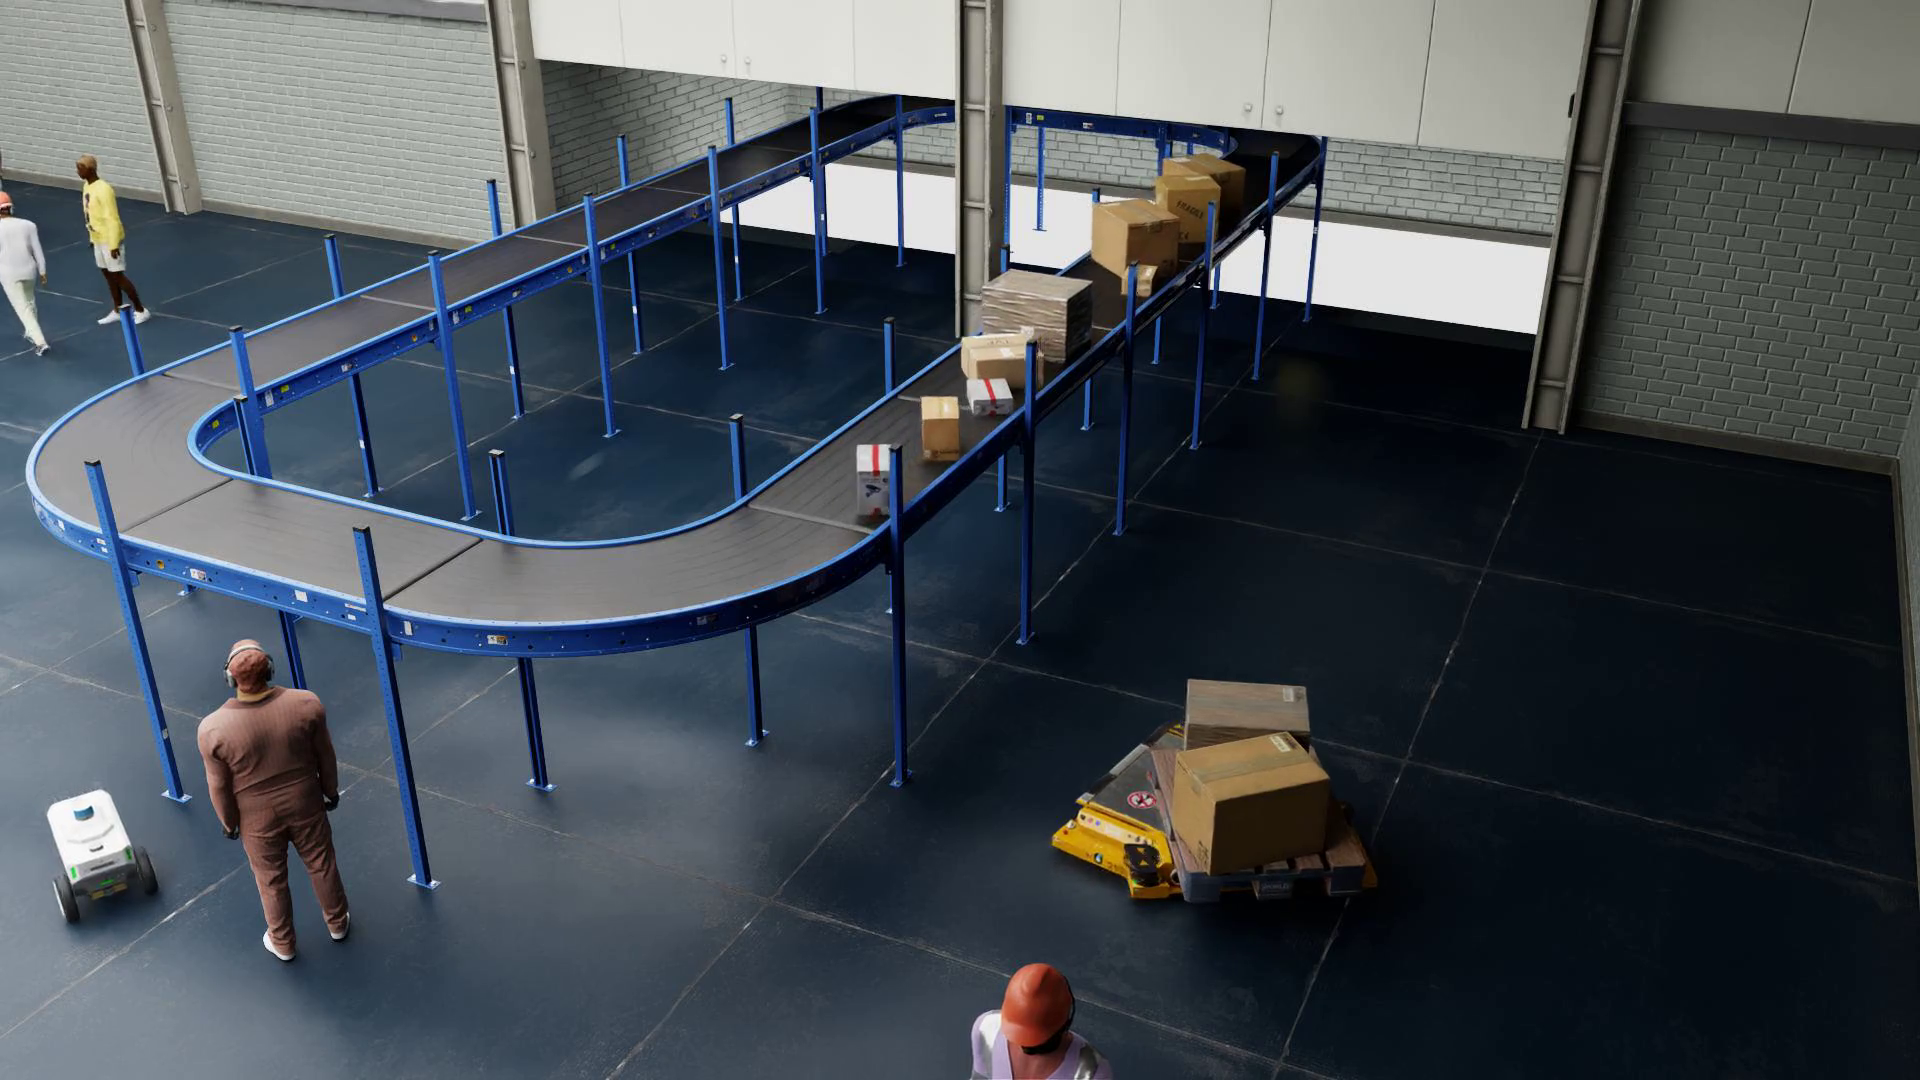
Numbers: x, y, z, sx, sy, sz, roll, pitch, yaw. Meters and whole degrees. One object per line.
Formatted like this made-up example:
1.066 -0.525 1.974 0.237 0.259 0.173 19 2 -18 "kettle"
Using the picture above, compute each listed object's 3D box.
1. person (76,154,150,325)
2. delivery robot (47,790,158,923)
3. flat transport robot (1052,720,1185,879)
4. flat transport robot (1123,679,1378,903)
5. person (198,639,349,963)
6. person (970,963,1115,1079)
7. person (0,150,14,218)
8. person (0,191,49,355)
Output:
-9.390 -3.284 18.280 0.549 1.909 0.401 22 34 37 "person"
-4.991 1.767 9.577 0.499 0.580 0.766 -17 31 -31 "delivery robot"
1.230 1.592 10.268 0.659 0.231 1.431 18 32 32 "flat transport robot"
1.677 1.824 9.800 1.431 0.231 0.659 -2 26 -3 "flat transport robot"
-3.628 1.384 8.849 0.640 1.908 0.411 -17 31 -31 "person"
0.287 2.470 6.523 0.606 2.035 0.397 15 30 28 "person"
-12.318 -4.640 20.950 0.364 1.939 0.635 7 27 14 "person"
-9.948 -2.831 17.552 0.850 1.720 0.561 20 33 34 "person"
